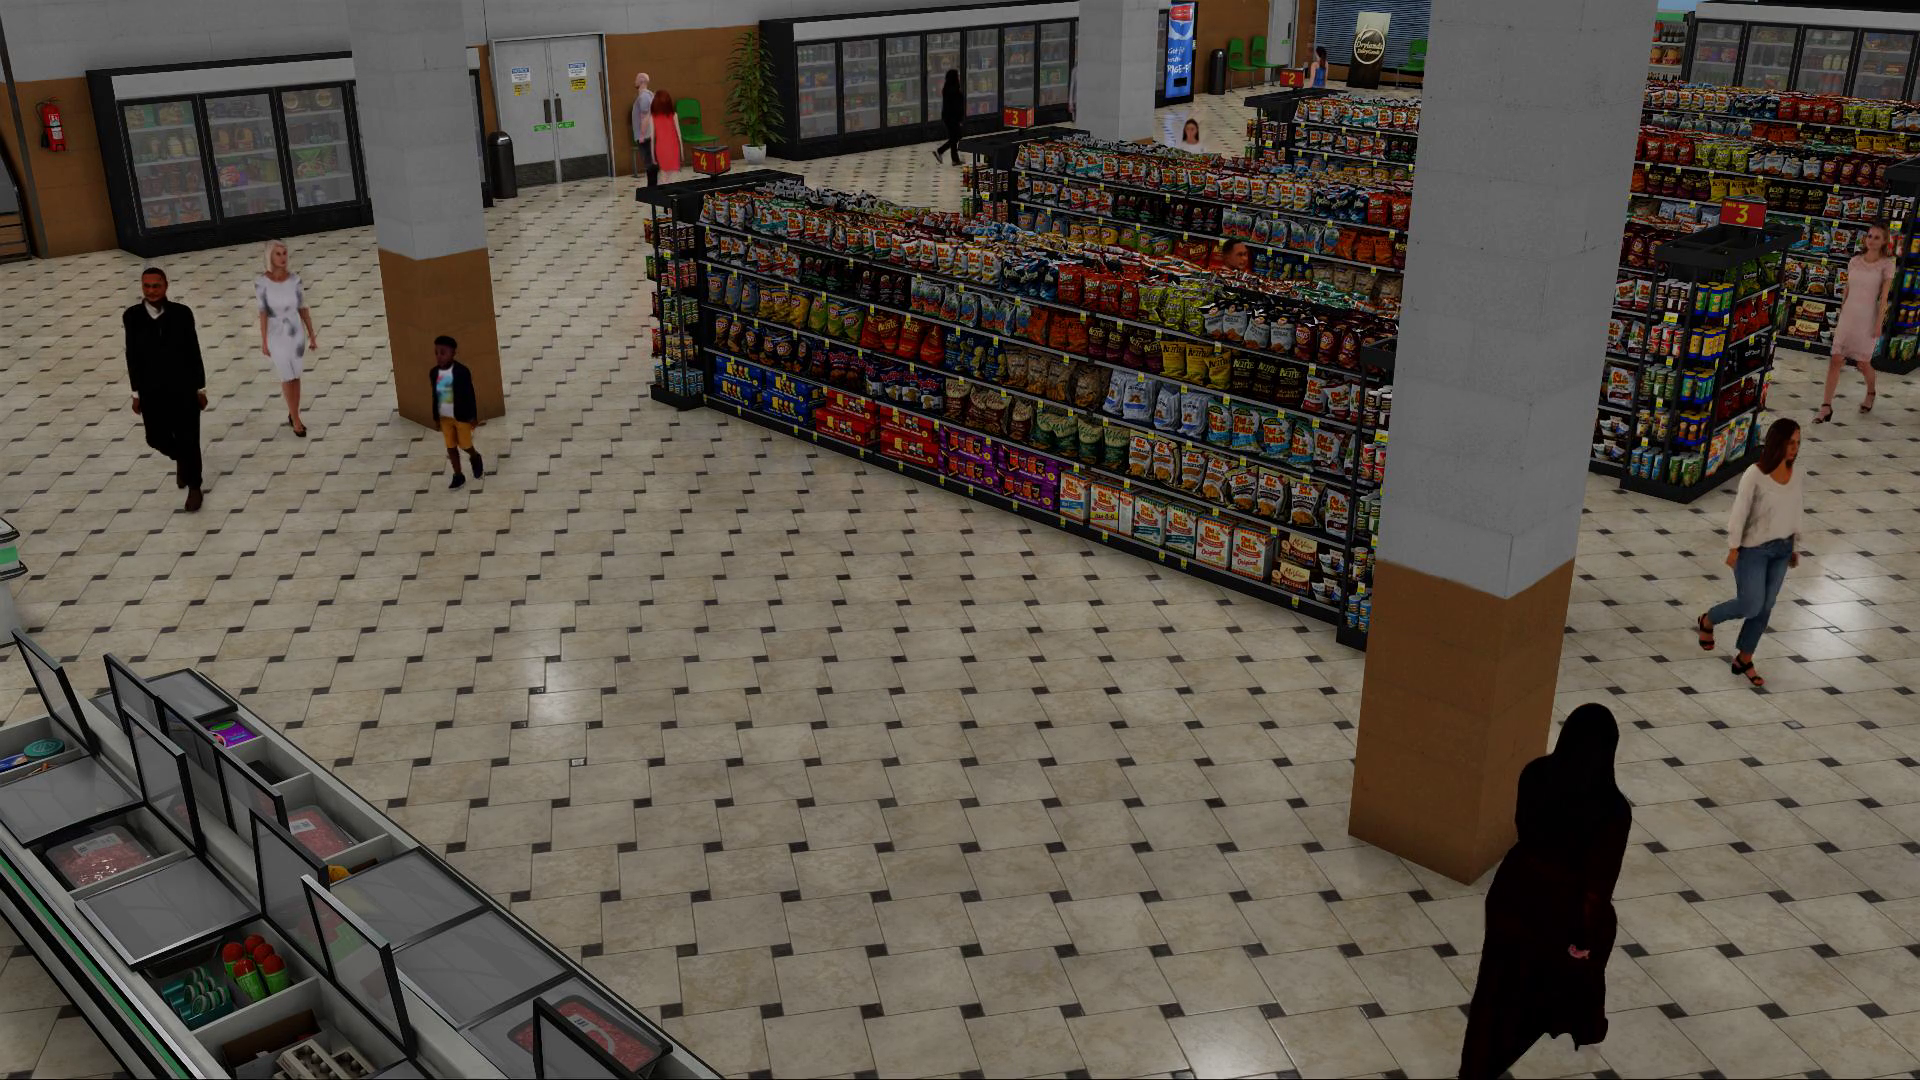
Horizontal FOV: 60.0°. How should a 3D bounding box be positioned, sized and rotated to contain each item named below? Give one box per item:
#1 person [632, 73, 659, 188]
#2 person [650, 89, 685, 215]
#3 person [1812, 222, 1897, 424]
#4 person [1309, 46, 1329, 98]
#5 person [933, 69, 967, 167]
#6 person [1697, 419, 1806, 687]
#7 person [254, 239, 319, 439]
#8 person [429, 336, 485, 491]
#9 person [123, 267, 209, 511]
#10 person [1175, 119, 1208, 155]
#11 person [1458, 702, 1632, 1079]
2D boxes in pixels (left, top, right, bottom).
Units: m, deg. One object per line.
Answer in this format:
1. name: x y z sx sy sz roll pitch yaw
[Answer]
1. person: -4.845 -6.261 25.634 0.808 1.838 0.750 0 22 0
2. person: -4.171 -5.455 23.685 1.123 1.796 1.105 2 22 6
3. person: 8.113 -1.929 14.902 0.770 1.802 0.981 -15 26 -32
4. person: 6.821 -8.591 31.739 0.614 1.610 0.613 -13 25 -29
5. person: -0.188 -7.068 27.962 0.882 1.601 0.927 -10 24 -24
6. person: 4.848 0.047 10.164 0.790 1.668 0.877 -7 23 -17
7. person: -5.979 -1.784 14.635 0.719 1.731 0.582 19 29 39
8. person: -4.051 -1.047 13.431 0.700 1.261 0.749 3 22 8
9. person: -6.143 -1.199 12.962 0.954 1.893 1.052 -5 23 -13
10. person: 3.026 -4.699 22.004 1.058 1.648 1.029 4 22 10
11. person: 2.246 1.512 6.493 0.729 1.686 1.056 -17 28 -37
